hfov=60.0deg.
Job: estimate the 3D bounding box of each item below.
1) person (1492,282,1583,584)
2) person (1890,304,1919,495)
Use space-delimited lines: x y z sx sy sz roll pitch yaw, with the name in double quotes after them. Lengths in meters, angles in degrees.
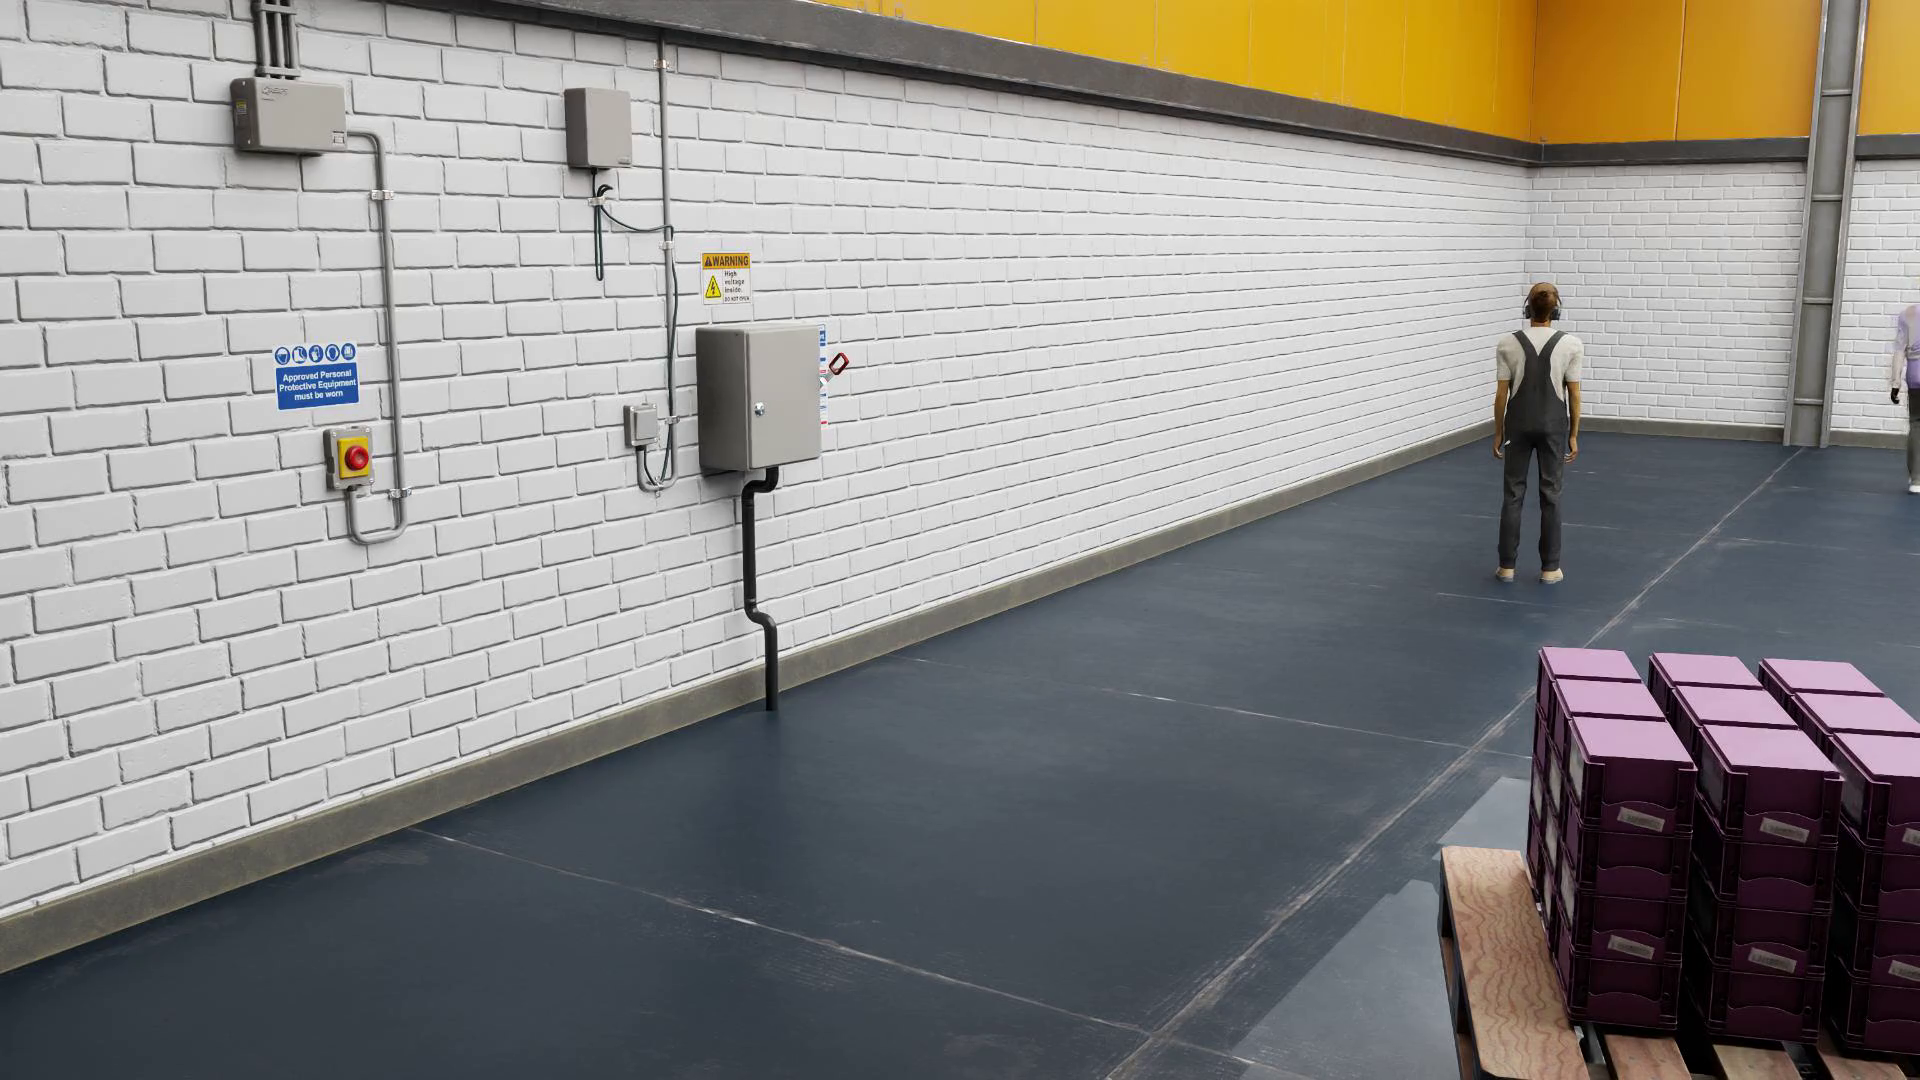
3.528 -0.647 10.197 0.506 1.846 0.344 4 11 21 "person"
8.147 -1.339 13.880 0.606 1.889 0.857 9 13 39 "person"
